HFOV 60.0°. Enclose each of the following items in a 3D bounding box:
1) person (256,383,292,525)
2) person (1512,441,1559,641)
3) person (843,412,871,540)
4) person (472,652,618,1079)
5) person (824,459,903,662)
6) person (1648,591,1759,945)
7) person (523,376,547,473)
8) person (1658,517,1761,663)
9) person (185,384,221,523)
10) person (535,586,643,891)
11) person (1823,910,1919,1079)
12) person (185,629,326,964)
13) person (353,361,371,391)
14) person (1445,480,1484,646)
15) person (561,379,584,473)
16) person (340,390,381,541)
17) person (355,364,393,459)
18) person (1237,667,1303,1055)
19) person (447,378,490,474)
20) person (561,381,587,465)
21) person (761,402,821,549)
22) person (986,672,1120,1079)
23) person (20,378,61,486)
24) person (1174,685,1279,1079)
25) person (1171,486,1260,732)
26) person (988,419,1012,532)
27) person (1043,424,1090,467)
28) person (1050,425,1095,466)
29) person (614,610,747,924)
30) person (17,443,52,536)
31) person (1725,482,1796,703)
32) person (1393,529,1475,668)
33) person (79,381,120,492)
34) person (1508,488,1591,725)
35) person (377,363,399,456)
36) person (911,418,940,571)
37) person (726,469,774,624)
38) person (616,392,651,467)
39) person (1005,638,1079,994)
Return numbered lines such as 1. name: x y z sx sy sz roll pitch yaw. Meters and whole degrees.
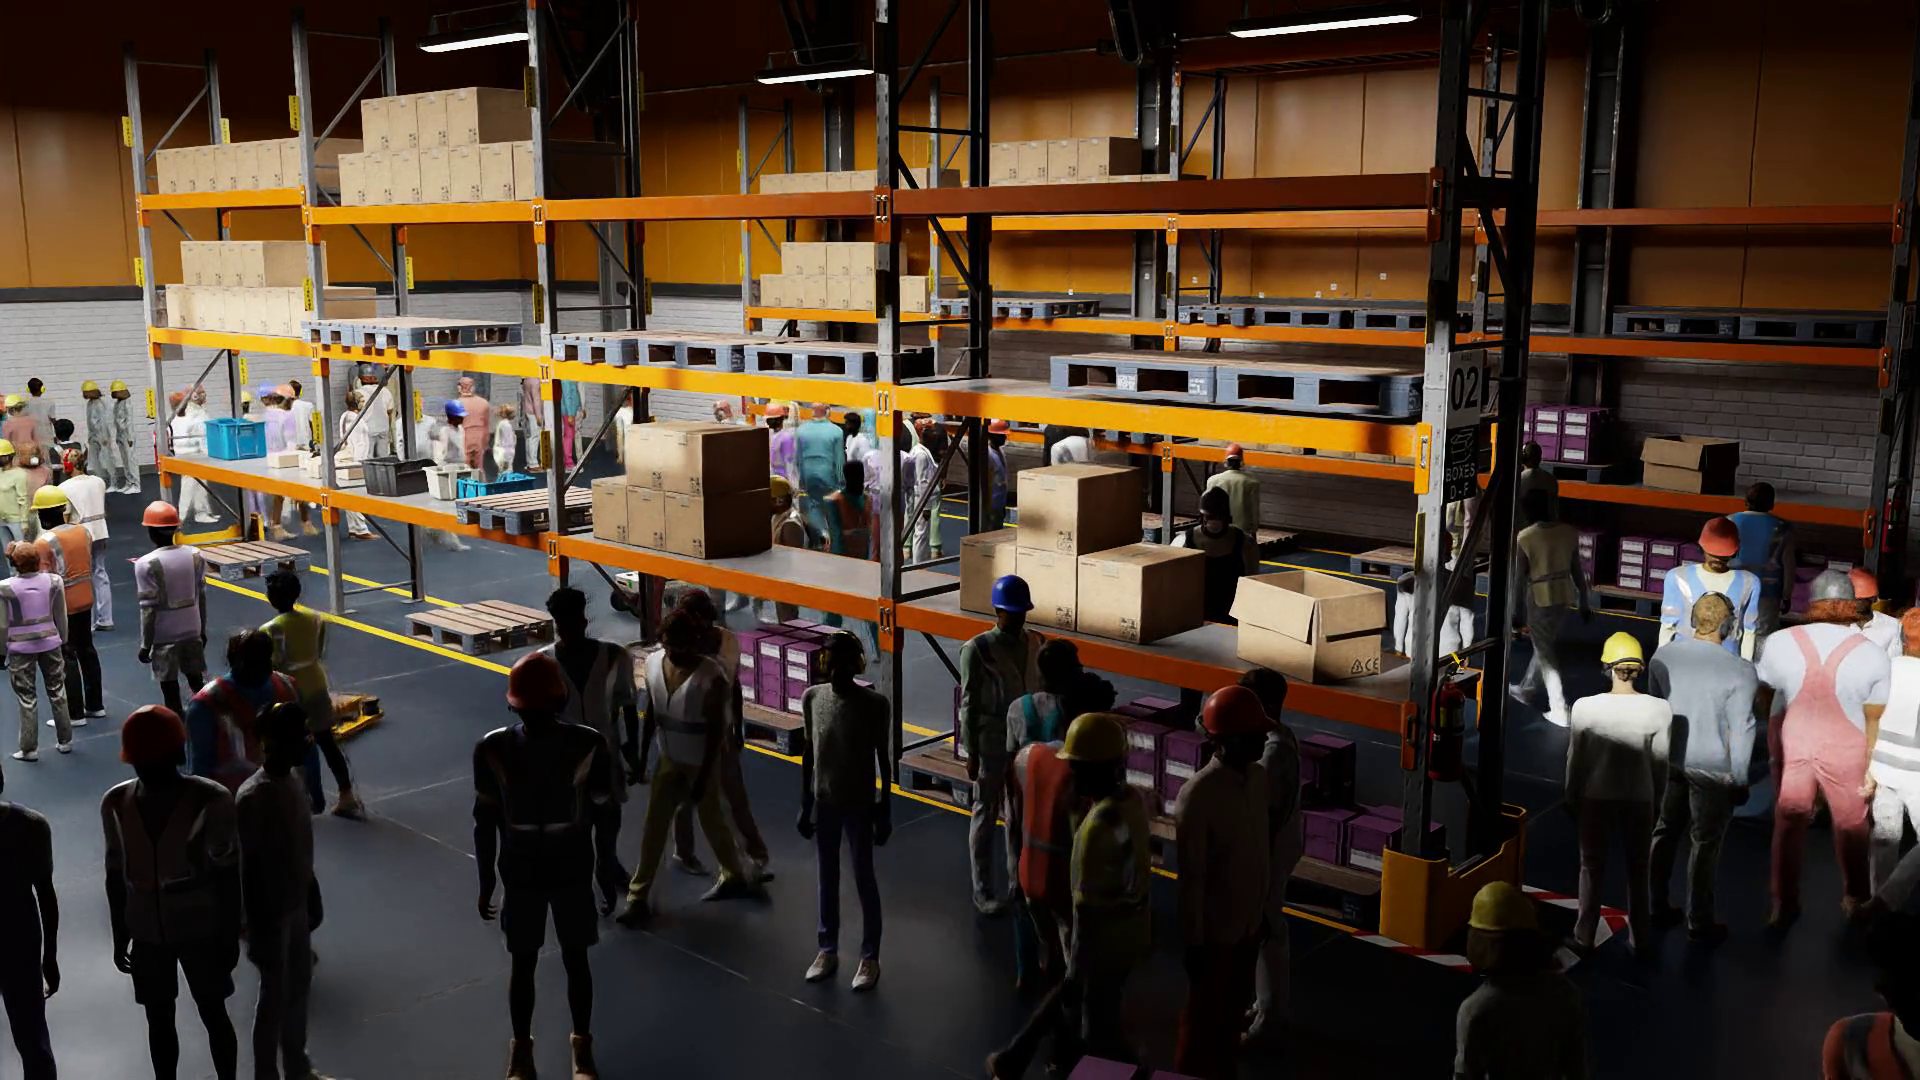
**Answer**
1. person: -9.301 -1.170 22.598 0.402 1.937 0.603 -3 10 -17
2. person: 5.443 0.012 15.955 0.623 1.932 0.368 -5 11 -27
3. person: -1.290 -0.808 21.294 0.381 1.675 0.544 -4 11 -21
4. person: -1.821 1.481 7.320 0.615 2.038 0.395 -1 10 -8
5. person: -0.908 0.209 14.987 0.882 1.874 0.585 9 14 42
6. person: 4.016 1.231 9.069 0.383 1.931 0.622 -6 11 -29
7. person: -7.114 -2.091 27.835 0.370 1.932 0.627 -5 11 -25
8. person: 4.913 0.844 10.941 0.605 2.033 0.396 2 10 11
9. person: -10.406 -1.194 22.808 0.409 1.913 0.642 -3 11 -18
10. person: -2.133 1.166 9.441 0.630 1.930 0.707 -3 10 -15
11. person: 2.802 1.995 4.766 0.671 1.920 0.590 7 12 34
12. person: -3.634 1.353 8.741 0.954 1.789 0.647 6 12 31
13. person: -10.046 -2.154 28.076 0.374 1.966 0.607 -4 11 -23
14. person: 4.728 0.084 15.780 0.429 1.844 0.624 1 10 3
15. person: -6.525 -2.124 27.822 0.373 1.997 0.615 -2 10 -13
16. person: -7.744 -0.953 21.370 0.372 1.940 0.627 -7 12 -34
17. person: -8.834 -1.620 24.853 0.536 2.000 0.688 7 12 33
18. person: 1.437 1.494 7.825 0.341 1.839 0.504 2 10 14
19. person: -7.097 -1.379 23.952 0.670 1.892 0.394 -9 13 -41
20. person: -6.760 -2.264 28.785 0.604 1.937 0.403 1 10 4
21. person: -2.111 -0.747 20.326 0.808 1.910 0.563 -5 11 -25
22. person: 0.411 1.535 7.333 0.777 1.932 0.628 -9 13 -40
23. person: -13.458 -1.446 24.372 0.508 1.864 0.329 -4 11 -21
24. person: 1.105 1.574 6.910 0.368 1.996 0.622 8 13 38
25. person: 1.879 0.589 12.358 0.684 2.000 0.536 1 10 5
26. person: 0.389 -0.390 18.190 0.372 1.934 0.551 4 11 22
27. person: 1.311 -0.783 20.239 0.622 1.996 0.369 5 11 26
28. person: 1.283 -0.552 19.399 0.579 1.833 0.816 -10 14 -43
29. person: -1.537 1.251 9.362 0.593 1.797 0.856 6 12 30
30. person: -10.477 -0.315 18.725 0.795 1.597 0.508 7 12 33
31. person: 6.581 0.432 13.814 0.633 1.842 0.429 6 12 32
32. person: 3.452 0.774 12.127 0.572 1.750 0.330 3 10 17
33. person: -13.239 -1.585 25.556 0.486 1.722 0.445 8 13 39
34. person: 4.648 0.503 13.361 0.680 1.856 0.912 -4 11 -20
35. person: -10.309 -2.355 29.817 0.342 1.750 0.568 5 11 27
36. person: -0.388 -0.409 18.446 0.355 1.884 0.575 -1 10 -4
37. person: -2.135 -0.127 16.855 0.855 1.888 0.464 4 11 21
38. person: -4.560 -1.228 23.234 0.548 1.830 0.571 7 12 35
39. person: 0.469 1.399 8.340 0.513 1.842 0.325 6 12 31
